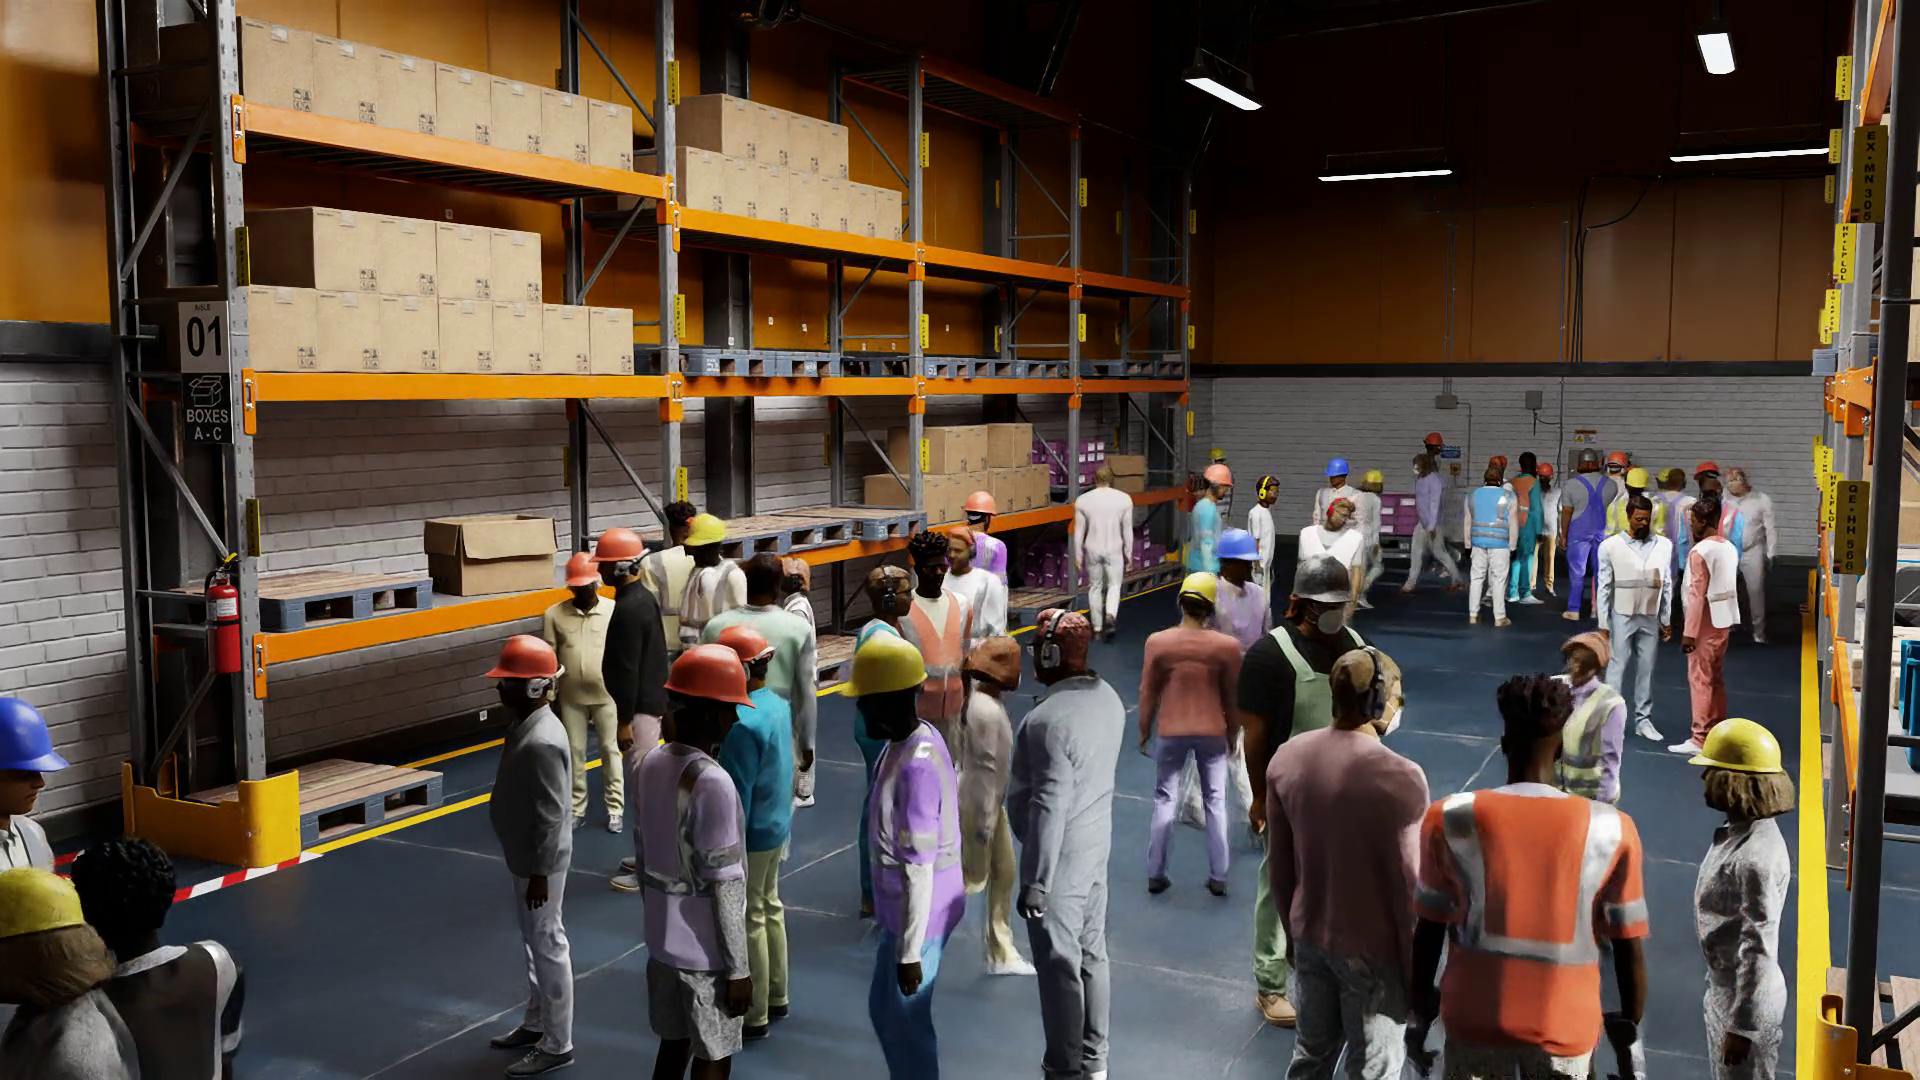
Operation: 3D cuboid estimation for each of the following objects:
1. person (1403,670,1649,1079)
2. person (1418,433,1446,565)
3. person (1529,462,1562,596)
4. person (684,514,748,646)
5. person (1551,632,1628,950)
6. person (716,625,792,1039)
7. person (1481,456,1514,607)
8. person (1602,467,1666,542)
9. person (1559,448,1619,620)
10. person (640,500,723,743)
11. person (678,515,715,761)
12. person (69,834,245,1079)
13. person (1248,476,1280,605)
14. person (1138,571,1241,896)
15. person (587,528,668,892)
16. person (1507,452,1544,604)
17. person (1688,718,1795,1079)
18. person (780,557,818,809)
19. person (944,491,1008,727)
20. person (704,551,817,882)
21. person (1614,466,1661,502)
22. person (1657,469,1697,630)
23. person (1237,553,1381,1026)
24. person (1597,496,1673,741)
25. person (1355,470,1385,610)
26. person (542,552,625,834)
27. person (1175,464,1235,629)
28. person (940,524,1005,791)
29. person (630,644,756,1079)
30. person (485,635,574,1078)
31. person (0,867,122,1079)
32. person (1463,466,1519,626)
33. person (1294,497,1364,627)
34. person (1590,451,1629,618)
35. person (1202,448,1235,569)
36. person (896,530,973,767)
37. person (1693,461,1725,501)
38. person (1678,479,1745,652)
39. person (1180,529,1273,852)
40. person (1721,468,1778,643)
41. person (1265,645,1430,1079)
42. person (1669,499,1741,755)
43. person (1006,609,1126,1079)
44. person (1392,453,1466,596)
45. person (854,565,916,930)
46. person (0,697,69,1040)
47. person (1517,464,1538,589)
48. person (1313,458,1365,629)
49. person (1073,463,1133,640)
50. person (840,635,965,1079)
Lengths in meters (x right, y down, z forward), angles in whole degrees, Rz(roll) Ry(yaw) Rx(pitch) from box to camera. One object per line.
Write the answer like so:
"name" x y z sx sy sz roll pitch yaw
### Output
"person" 1.595 1.346 4.714 0.653 1.940 0.542 1 5 14
"person" 7.210 -0.625 25.467 0.407 2.035 0.611 2 6 23
"person" 7.599 -0.140 21.700 0.563 1.754 0.321 1 5 9
"person" -1.634 0.784 11.016 0.555 1.902 0.667 -4 7 -39
"person" 2.899 1.220 7.864 0.652 1.599 0.537 -4 6 -34
"person" -0.904 1.228 7.093 0.355 1.736 0.575 1 5 9
"person" 6.664 -0.108 20.676 0.355 1.883 0.576 -1 5 -6
"person" 6.950 0.199 17.168 0.603 1.909 0.419 5 7 41
"person" 7.342 -0.078 19.512 0.678 2.000 0.536 0 5 -1
"person" -1.918 0.700 11.545 0.614 1.962 0.366 -2 6 -21
"person" -1.735 0.772 11.210 0.355 1.883 0.575 -1 5 -15
"person" -1.944 1.541 3.978 0.332 1.689 0.534 2 6 25
"person" 3.038 0.288 16.597 0.351 1.856 0.521 2 6 22
"person" 1.229 1.044 8.968 0.571 1.753 0.365 1 5 11
"person" -1.818 0.919 9.152 0.428 1.981 0.635 0 5 -3
"person" 7.109 -0.154 20.987 0.379 1.918 0.601 -2 6 -17
"person" 2.364 1.409 5.097 0.295 1.743 0.492 2 6 18
"person" -1.080 0.924 10.844 0.308 1.645 0.514 -1 5 -12
"person" 0.133 0.580 13.072 0.550 1.925 0.392 3 6 26
"person" -1.043 1.013 8.610 0.594 1.895 0.714 1 5 5
"person" 7.416 0.122 18.277 0.355 1.878 0.578 -3 6 -33
"person" 8.093 0.098 18.839 0.510 1.805 0.872 5 7 42
"person" 1.570 1.066 7.206 0.689 2.000 0.537 -2 6 -24
"person" 5.217 0.605 12.902 0.595 1.908 0.393 -1 5 -8
"person" 4.999 0.002 20.293 0.374 1.720 0.513 -2 6 -24
"person" -2.287 0.937 10.214 0.570 1.740 0.356 0 5 -3
"person" 2.283 0.270 15.979 0.689 2.008 0.659 1 5 8
"person" 0.067 0.807 11.028 0.586 1.859 0.844 2 6 25
"person" -0.826 1.294 5.358 0.374 1.928 0.543 -4 7 -39
"person" -1.733 1.252 6.713 0.321 1.755 0.566 -2 6 -24
"person" -1.990 1.563 3.523 0.433 1.730 0.519 -5 7 -43
"person" 6.109 0.061 19.131 0.634 1.838 0.431 5 7 42
"person" 3.179 0.516 14.457 0.618 1.802 0.583 3 6 27
"person" 7.674 -0.048 19.510 0.621 1.986 0.409 5 7 43
"person" 3.797 -0.452 24.648 0.588 1.834 0.403 -5 7 -42
"person" -0.173 0.920 9.171 0.610 1.965 0.363 -3 6 -33
"person" 8.512 0.055 18.973 0.432 1.880 0.645 0 5 2
"person" 7.567 0.287 16.806 0.636 1.815 0.512 4 6 35
"person" 1.657 0.881 9.993 0.607 1.905 1.003 -5 7 -42
"person" 8.453 0.161 17.939 0.442 1.881 0.719 -5 7 -40
"person" 1.244 1.298 5.278 0.371 1.935 0.627 -4 7 -35
"person" 5.600 0.651 12.409 0.601 1.906 0.386 -5 7 -43
"person" 0.379 1.211 6.364 0.407 1.906 0.655 3 6 27
"person" 6.157 -0.194 21.673 0.985 1.886 0.651 -1 5 -11
"person" -0.360 1.046 8.462 0.345 1.847 0.507 -2 6 -16
"person" -2.555 1.378 4.408 0.416 1.939 0.605 0 5 -2
"person" 7.679 -0.211 22.475 0.326 1.752 0.559 2 6 22
"person" 4.245 0.047 18.706 0.602 1.940 0.402 4 6 35
"person" 1.525 0.137 17.818 0.647 1.920 0.589 0 5 4
"person" -0.193 1.271 5.688 0.418 1.912 0.608 0 5 -5
